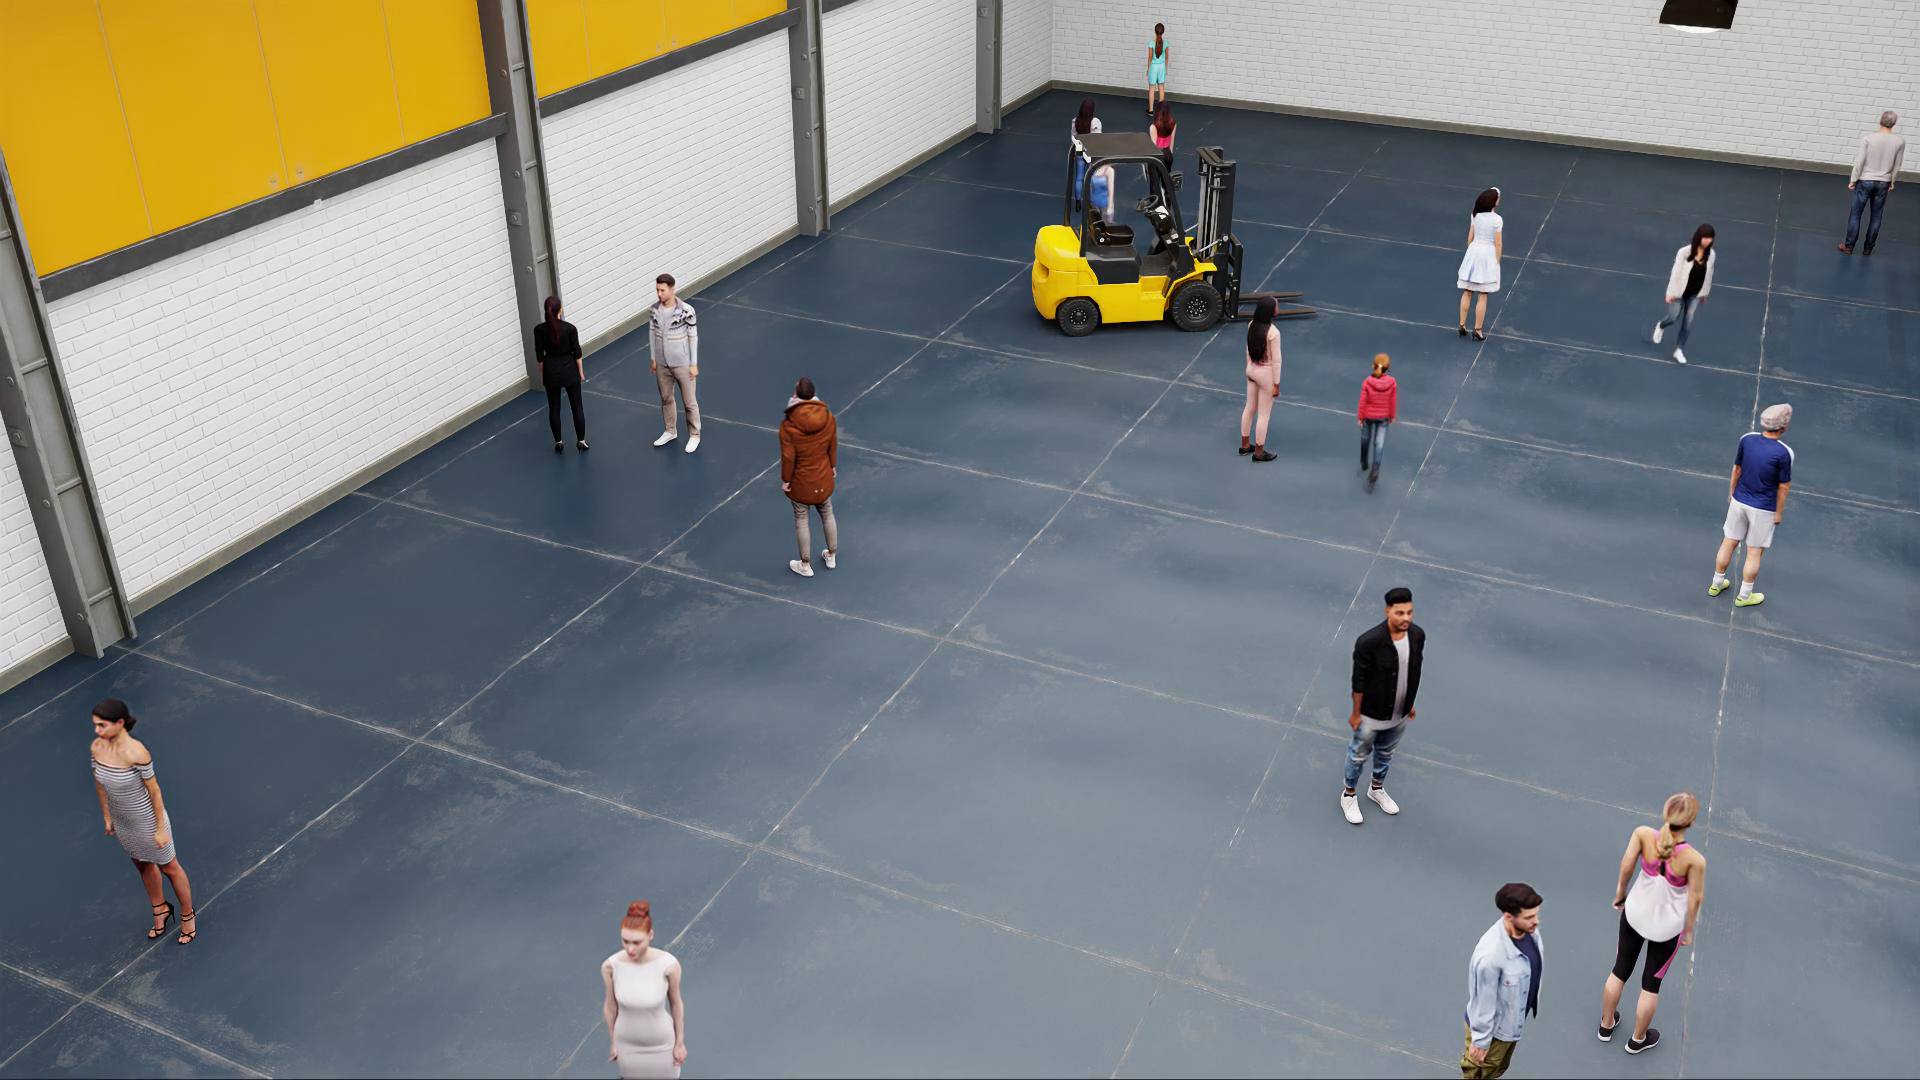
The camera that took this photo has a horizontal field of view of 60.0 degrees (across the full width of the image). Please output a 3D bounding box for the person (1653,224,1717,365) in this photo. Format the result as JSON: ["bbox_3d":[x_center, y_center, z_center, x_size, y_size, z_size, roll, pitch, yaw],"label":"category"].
[{"bbox_3d":[8.262,-2.854,18.974,0.847,1.615,0.977,0,29,0],"label":"person"}]

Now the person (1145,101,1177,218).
[{"bbox_3d":[2.841,-5.406,23.606,0.617,1.660,0.720,-17,33,-28],"label":"person"}]

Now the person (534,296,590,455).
[{"bbox_3d":[-4.016,-1.653,16.727,0.687,1.660,0.694,-1,29,-3],"label":"person"}]

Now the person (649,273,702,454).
[{"bbox_3d":[-2.884,-1.821,16.826,0.695,1.860,0.558,11,30,19],"label":"person"}]

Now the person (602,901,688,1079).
[{"bbox_3d":[-1.636,2.624,8.749,0.628,1.791,0.614,1,29,1],"label":"person"}]

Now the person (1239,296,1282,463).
[{"bbox_3d":[3.006,-1.614,16.589,0.726,1.721,0.700,-15,32,-25],"label":"person"}]

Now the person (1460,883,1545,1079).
[{"bbox_3d":[2.847,2.554,8.854,0.796,1.812,0.611,23,36,36],"label":"person"}]

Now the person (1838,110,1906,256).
[{"bbox_3d":[12.168,-4.757,22.155,0.777,1.910,0.699,7,29,12],"label":"person"}]

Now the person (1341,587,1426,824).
[{"bbox_3d":[2.919,1.105,11.508,0.775,1.815,0.835,-10,30,-17],"label":"person"}]

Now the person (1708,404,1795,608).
[{"bbox_3d":[6.729,-0.310,14.078,0.719,1.838,0.721,-20,34,-32],"label":"person"}]

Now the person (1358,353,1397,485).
[{"bbox_3d":[4.067,-1.161,16.211,0.664,1.289,0.966,5,29,10],"label":"person"}]

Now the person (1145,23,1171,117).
[{"bbox_3d":[3.405,-8.131,28.707,0.647,1.558,0.689,-5,29,-9],"label":"person"}]

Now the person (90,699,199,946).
[{"bbox_3d":[-5.071,1.750,10.317,0.629,1.822,0.567,8,30,15],"label":"person"}]

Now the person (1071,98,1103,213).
[{"bbox_3d":[1.816,-5.518,23.839,0.619,1.633,0.534,10,30,17],"label":"person"}]

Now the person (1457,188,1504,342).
[{"bbox_3d":[6.089,-3.218,19.430,0.850,1.818,0.813,-24,37,-37],"label":"person"}]

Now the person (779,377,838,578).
[{"bbox_3d":[-1.309,-0.553,14.524,0.816,1.837,0.901,-17,33,-28],"label":"person"}]

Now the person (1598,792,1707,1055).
[{"bbox_3d":[3.967,2.190,9.547,0.677,1.787,0.628,24,37,37],"label":"person"}]
